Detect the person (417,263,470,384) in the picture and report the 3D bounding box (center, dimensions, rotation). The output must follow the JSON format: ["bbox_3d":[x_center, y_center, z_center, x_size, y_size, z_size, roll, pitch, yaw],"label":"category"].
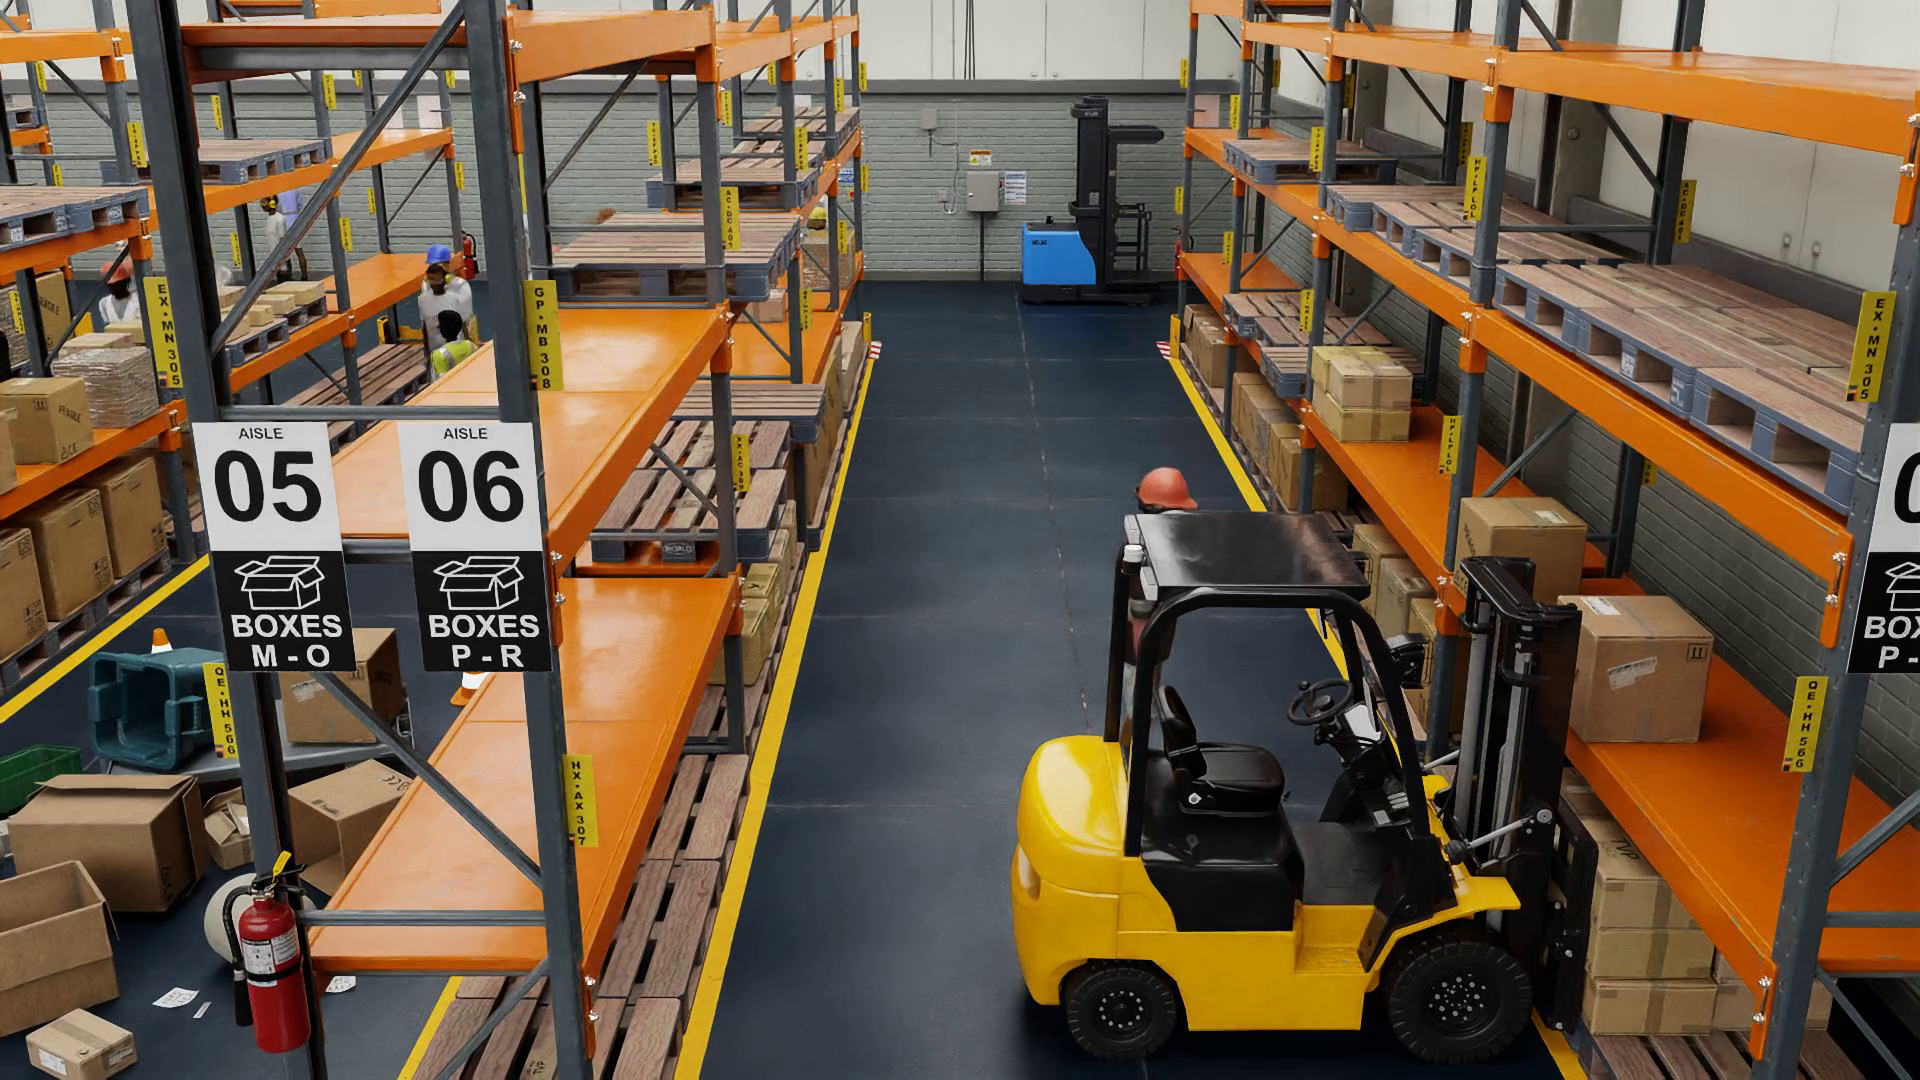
[{"bbox_3d":[-5.212,-1.895,16.867,0.544,1.841,0.801,1,18,4],"label":"person"}]

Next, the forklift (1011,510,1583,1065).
[{"bbox_3d":[1.387,1.055,7.378,2.313,2.155,1.214,0,18,0],"label":"forklift"}]

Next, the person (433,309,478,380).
[{"bbox_3d":[-4.569,-1.252,15.133,0.318,1.697,0.535,7,20,21],"label":"person"}]

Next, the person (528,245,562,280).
[{"bbox_3d":[-4.652,-2.435,18.688,0.428,1.712,0.617,8,20,24],"label":"person"}]

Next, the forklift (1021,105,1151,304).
[{"bbox_3d":[1.857,-4.944,24.441,1.873,2.768,1.129,0,18,0],"label":"forklift"}]

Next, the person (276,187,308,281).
[{"bbox_3d":[-10.317,-4.806,25.500,0.355,1.940,0.542,16,24,40],"label":"person"}]

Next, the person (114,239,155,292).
[{"bbox_3d":[-10.762,-3.558,21.761,0.381,1.917,0.585,2,18,6],"label":"person"}]

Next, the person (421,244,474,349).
[{"bbox_3d":[-5.335,-2.109,17.329,0.601,1.948,0.386,6,19,17],"label":"person"}]

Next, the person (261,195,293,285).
[{"bbox_3d":[-9.247,-3.810,22.619,0.327,1.861,0.507,-14,23,-37],"label":"person"}]

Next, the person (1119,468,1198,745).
[{"bbox_3d":[1.050,0.592,9.042,0.416,2.035,0.601,4,19,11],"label":"person"}]

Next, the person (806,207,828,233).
[{"bbox_3d":[-1.862,-3.496,21.858,0.325,1.740,0.493,-4,19,-13],"label":"person"}]

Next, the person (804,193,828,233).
[{"bbox_3d":[-2.061,-4.505,24.570,0.609,1.950,0.379,17,25,41],"label":"person"}]
